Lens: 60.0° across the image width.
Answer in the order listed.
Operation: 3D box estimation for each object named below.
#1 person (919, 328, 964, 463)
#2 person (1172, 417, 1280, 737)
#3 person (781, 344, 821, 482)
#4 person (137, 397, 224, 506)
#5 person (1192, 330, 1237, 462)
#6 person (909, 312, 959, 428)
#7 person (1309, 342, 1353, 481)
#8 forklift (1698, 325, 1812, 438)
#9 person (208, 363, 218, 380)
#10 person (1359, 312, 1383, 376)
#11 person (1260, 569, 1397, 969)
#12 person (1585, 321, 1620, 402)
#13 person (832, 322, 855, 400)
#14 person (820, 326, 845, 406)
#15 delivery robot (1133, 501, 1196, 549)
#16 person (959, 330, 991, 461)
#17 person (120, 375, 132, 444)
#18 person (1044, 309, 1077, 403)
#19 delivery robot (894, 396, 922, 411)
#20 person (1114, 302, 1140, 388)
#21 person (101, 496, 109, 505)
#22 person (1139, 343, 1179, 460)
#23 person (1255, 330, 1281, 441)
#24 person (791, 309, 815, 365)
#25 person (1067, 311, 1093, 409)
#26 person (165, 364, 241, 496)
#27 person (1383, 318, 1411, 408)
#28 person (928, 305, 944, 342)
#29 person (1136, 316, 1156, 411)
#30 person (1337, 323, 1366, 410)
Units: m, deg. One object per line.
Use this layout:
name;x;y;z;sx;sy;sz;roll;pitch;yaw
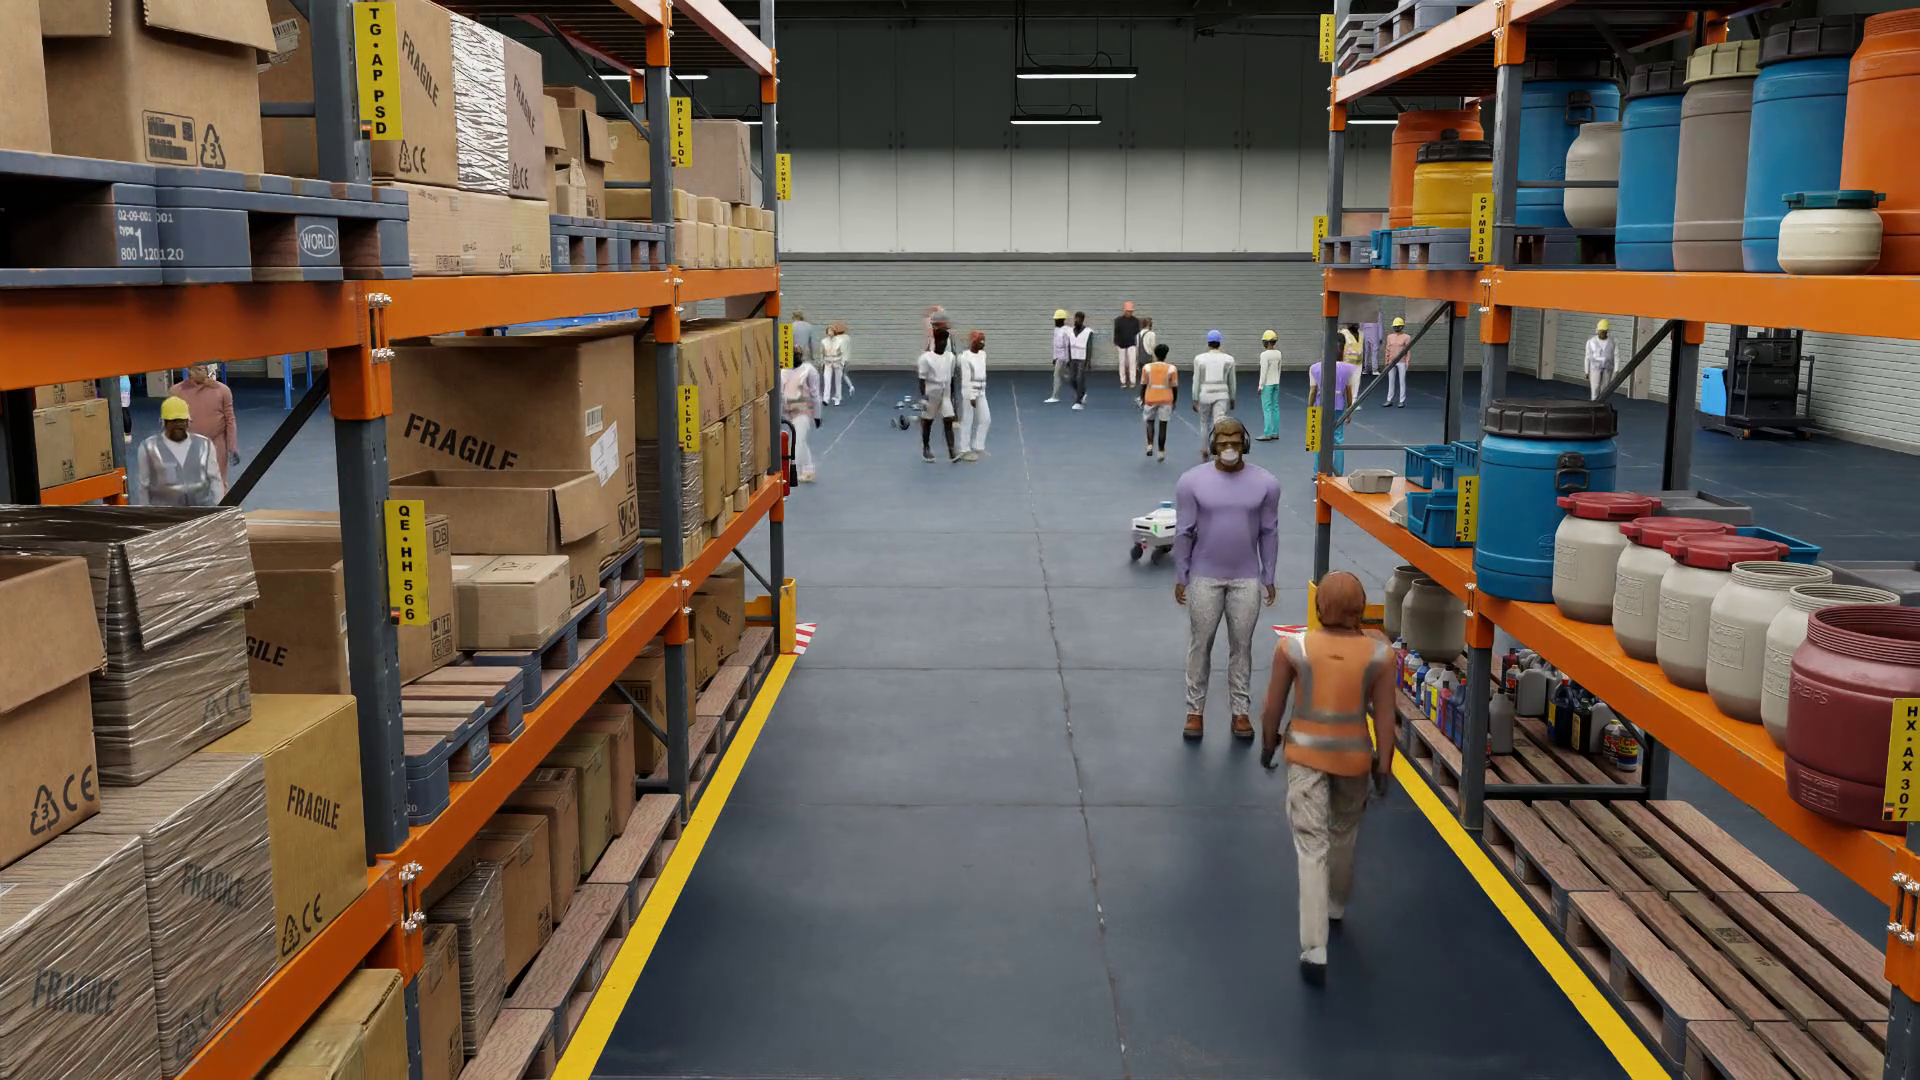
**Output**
person;-0.276;-2.040;23.628;0.633;1.908;0.995;-6;11;-30
person;1.594;0.225;10.001;0.635;1.937;0.352;0;9;2
person;-2.174;-1.603;21.371;0.659;1.792;0.952;7;12;35
person;-6.277;-0.272;13.424;0.604;1.795;0.910;-7;12;-37
person;3.628;-2.032;23.686;0.644;1.901;0.953;1;9;4
person;-0.447;-2.949;28.837;0.979;2.000;0.705;2;10;9
person;4.824;-1.679;21.684;0.570;1.844;0.377;0;9;2
forklift;13.248;-3.165;27.620;1.129;2.768;1.873;0;9;1
person;-13.411;-3.011;29.631;0.313;1.864;0.512;1;10;8
person;10.428;-5.124;42.140;0.642;1.909;0.399;8;13;41
person;1.522;0.921;6.871;0.524;1.595;0.872;1;9;3
person;11.860;-3.157;30.728;0.586;1.787;0.934;2;10;13
person;-2.452;-3.706;34.465;0.506;1.619;0.451;-9;13;-44
person;-2.527;-3.439;32.988;0.519;1.583;0.893;1;10;6
delivery robot;2.001;-0.130;16.112;0.707;0.478;0.477;-9;13;-41
person;0.234;-2.082;23.990;0.547;1.872;0.599;9;13;43
person;-13.267;-2.365;26.237;0.321;1.697;0.530;-3;10;-17
person;2.122;-3.765;34.001;0.789;1.907;0.596;-3;10;-15
delivery robot;-0.899;-2.378;28.799;0.335;0.223;0.698;-5;11;-30
person;3.797;-4.403;37.700;0.605;1.939;0.995;0;9;-2
person;-9.686;-1.151;18.321;0.553;1.921;0.666;7;12;37
person;2.896;-2.011;24.146;0.565;1.675;0.506;2;10;11
person;4.958;-2.485;26.752;0.317;1.767;0.534;9;13;43
person;-3.295;-3.677;33.439;0.725;1.912;0.569;-4;10;-24
person;2.356;-3.517;32.534;0.587;1.902;0.467;8;12;39
person;-7.875;-0.972;17.302;0.693;1.904;0.404;-4;10;-21
person;8.650;-3.509;32.882;0.526;1.769;0.328;8;13;41
person;-0.490;-4.373;37.675;0.425;1.893;0.684;-2;10;-12
person;3.619;-3.406;32.086;0.412;1.825;0.536;-6;11;-31
person;7.588;-3.444;32.335;0.632;1.829;0.520;-5;11;-30
